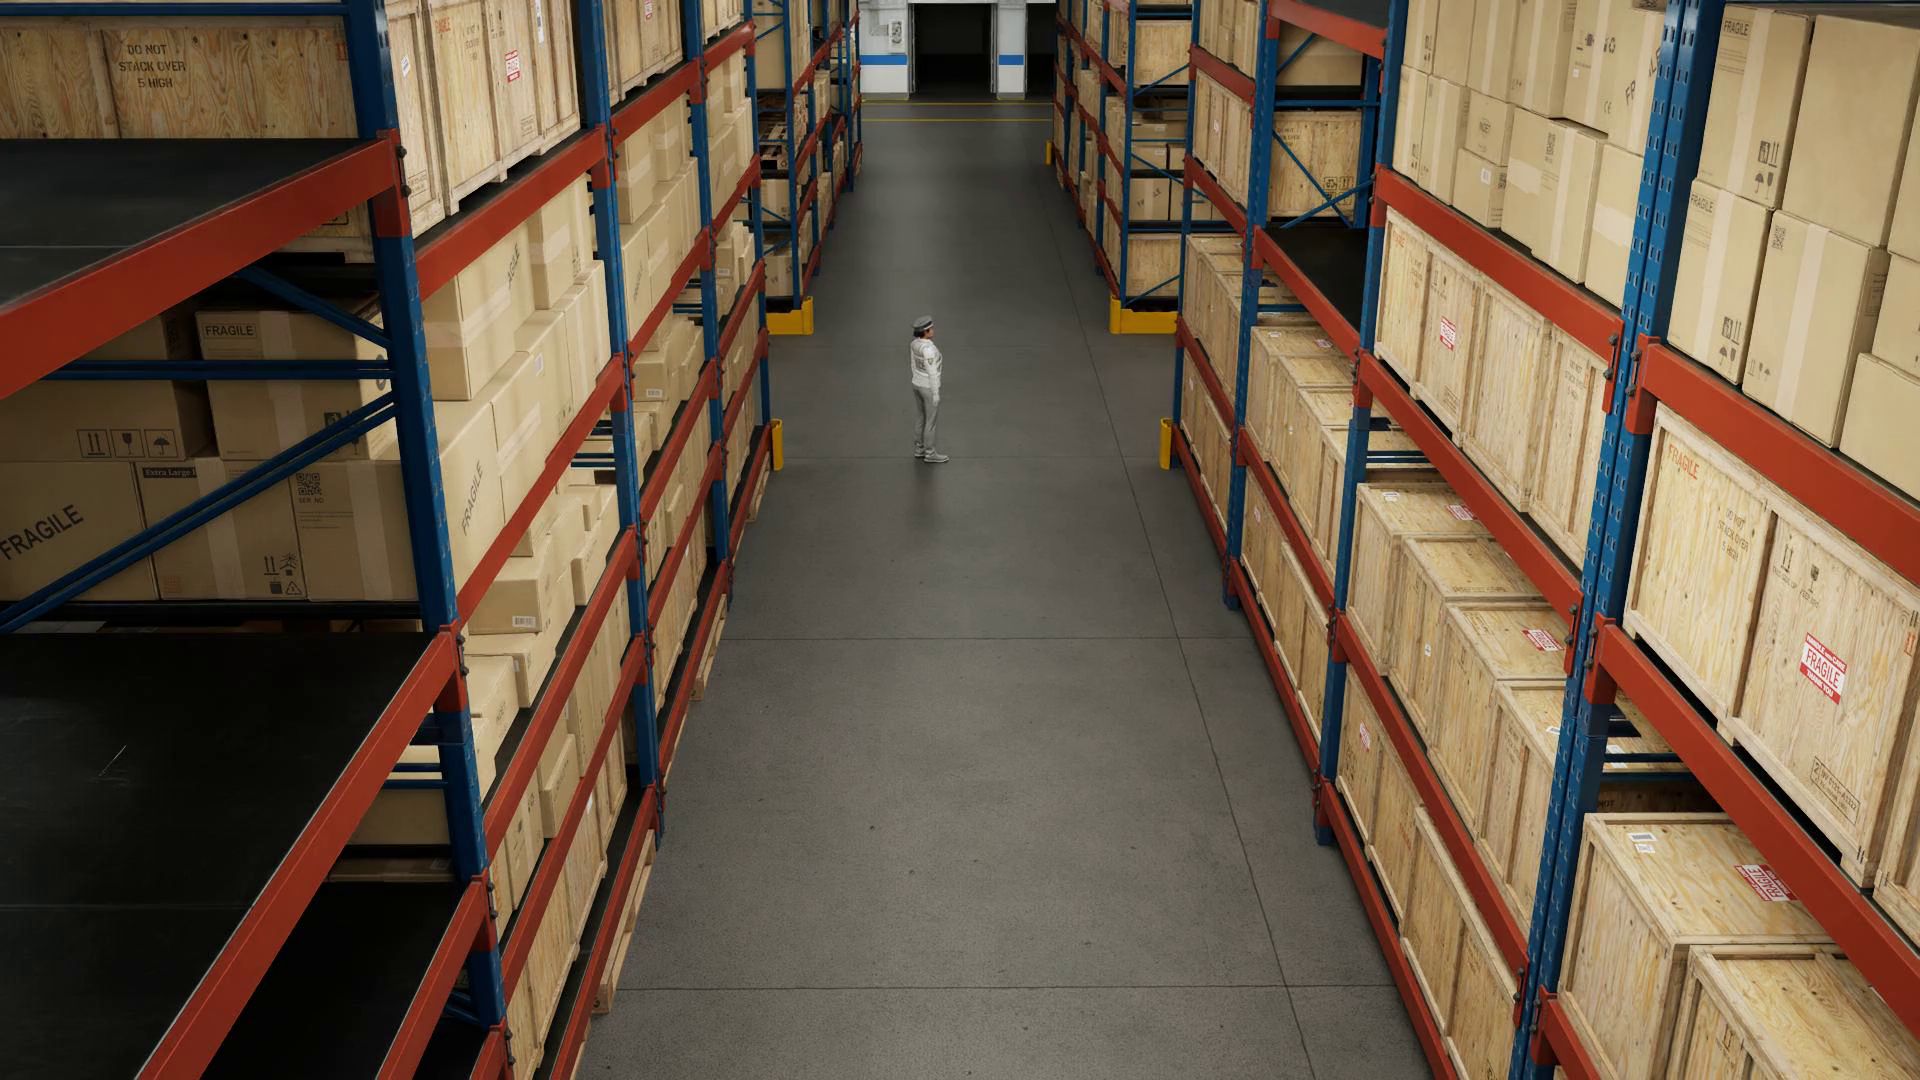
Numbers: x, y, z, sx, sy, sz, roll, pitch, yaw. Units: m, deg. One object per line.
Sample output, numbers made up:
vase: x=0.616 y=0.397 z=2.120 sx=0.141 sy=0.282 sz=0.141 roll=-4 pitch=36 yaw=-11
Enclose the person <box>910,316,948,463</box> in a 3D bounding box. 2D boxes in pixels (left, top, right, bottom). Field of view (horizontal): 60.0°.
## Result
person: x=-0.373 y=-1.732 z=19.019 sx=0.359 sy=1.689 sz=0.464 roll=-11 pitch=24 yaw=-27
